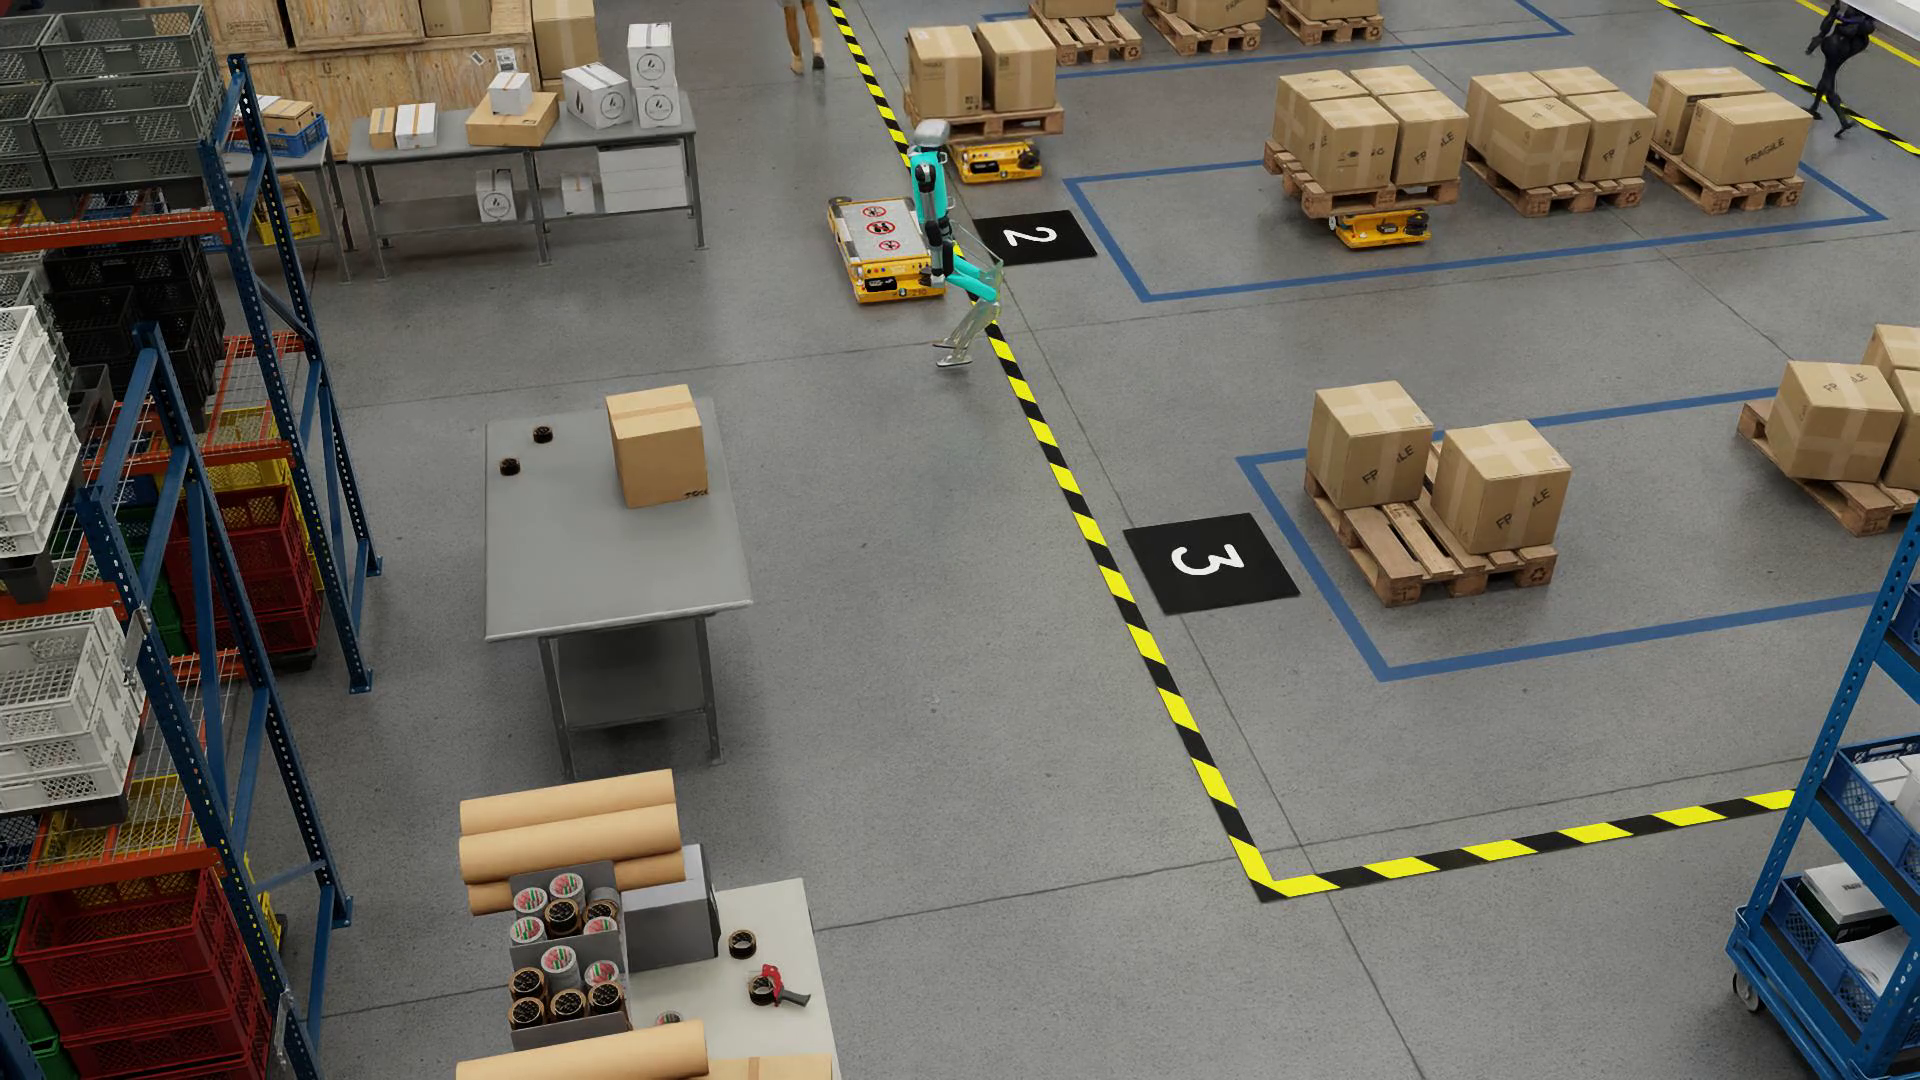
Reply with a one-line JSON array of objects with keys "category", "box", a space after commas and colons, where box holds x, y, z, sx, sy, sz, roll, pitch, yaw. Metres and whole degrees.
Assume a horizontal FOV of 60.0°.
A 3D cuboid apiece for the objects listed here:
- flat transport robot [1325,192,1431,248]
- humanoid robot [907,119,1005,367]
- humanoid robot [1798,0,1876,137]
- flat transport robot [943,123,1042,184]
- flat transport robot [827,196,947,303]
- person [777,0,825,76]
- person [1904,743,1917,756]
[{"category": "flat transport robot", "box": [3.134, -2.740, 13.213, 0.652, 0.197, 1.431, -8, 37, -10]}, {"category": "humanoid robot", "box": [0.034, -1.911, 10.782, 0.735, 1.673, 0.533, -1, 37, -1]}, {"category": "humanoid robot", "box": [7.616, -4.306, 14.194, 0.591, 1.652, 0.708, -14, 39, -18]}, {"category": "flat transport robot", "box": [0.202, -3.440, 14.154, 0.652, 0.197, 1.431, -8, 37, -10]}, {"category": "flat transport robot", "box": [-0.570, -2.220, 12.538, 0.659, 0.231, 1.431, -8, 37, -10]}, {"category": "person", "box": [-1.496, -5.201, 15.082, 0.602, 2.023, 0.503, -10, 38, -13]}, {"category": "person", "box": [4.444, 0.741, 7.236, 0.403, 1.847, 0.587, -5, 37, -7]}]
